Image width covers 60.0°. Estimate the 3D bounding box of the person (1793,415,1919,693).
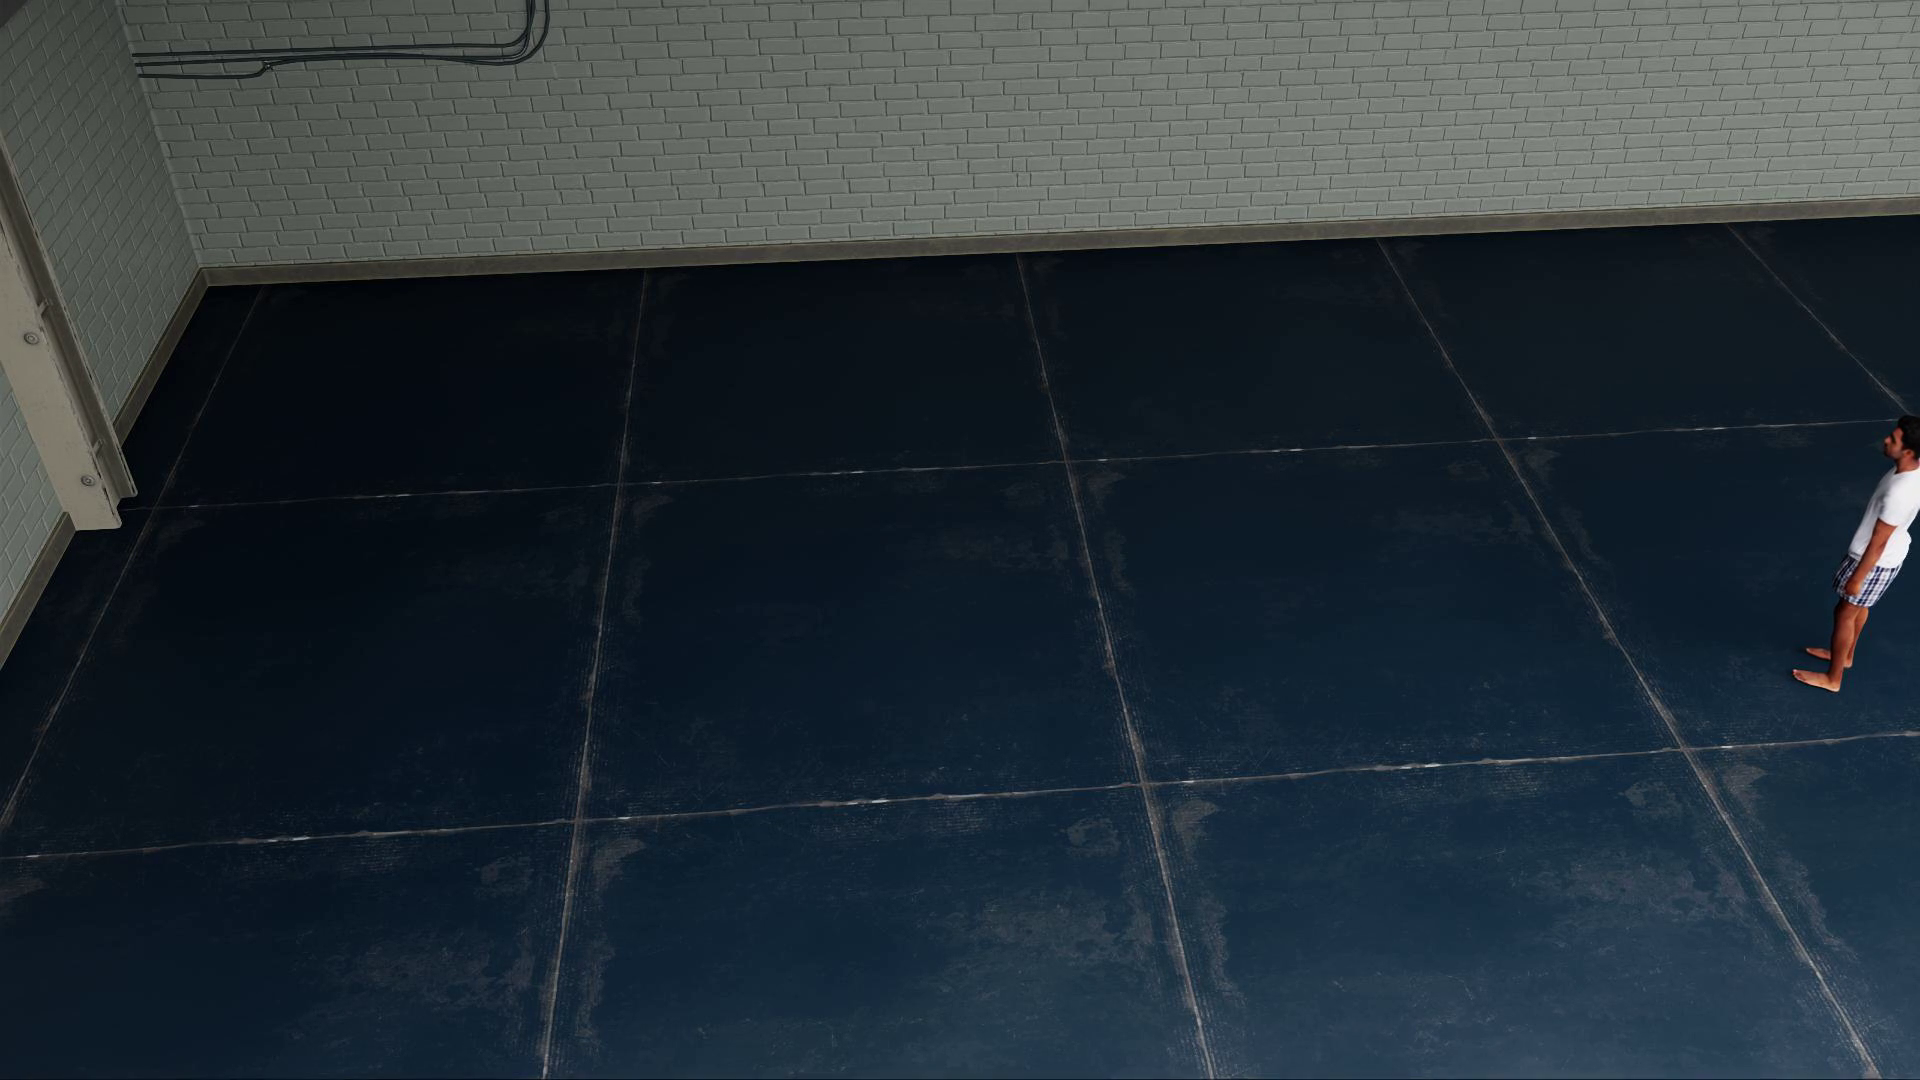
[{"bbox_3d":[5.000,0.078,9.081,0.767,1.726,0.701,26,45,29],"label":"person"}]
